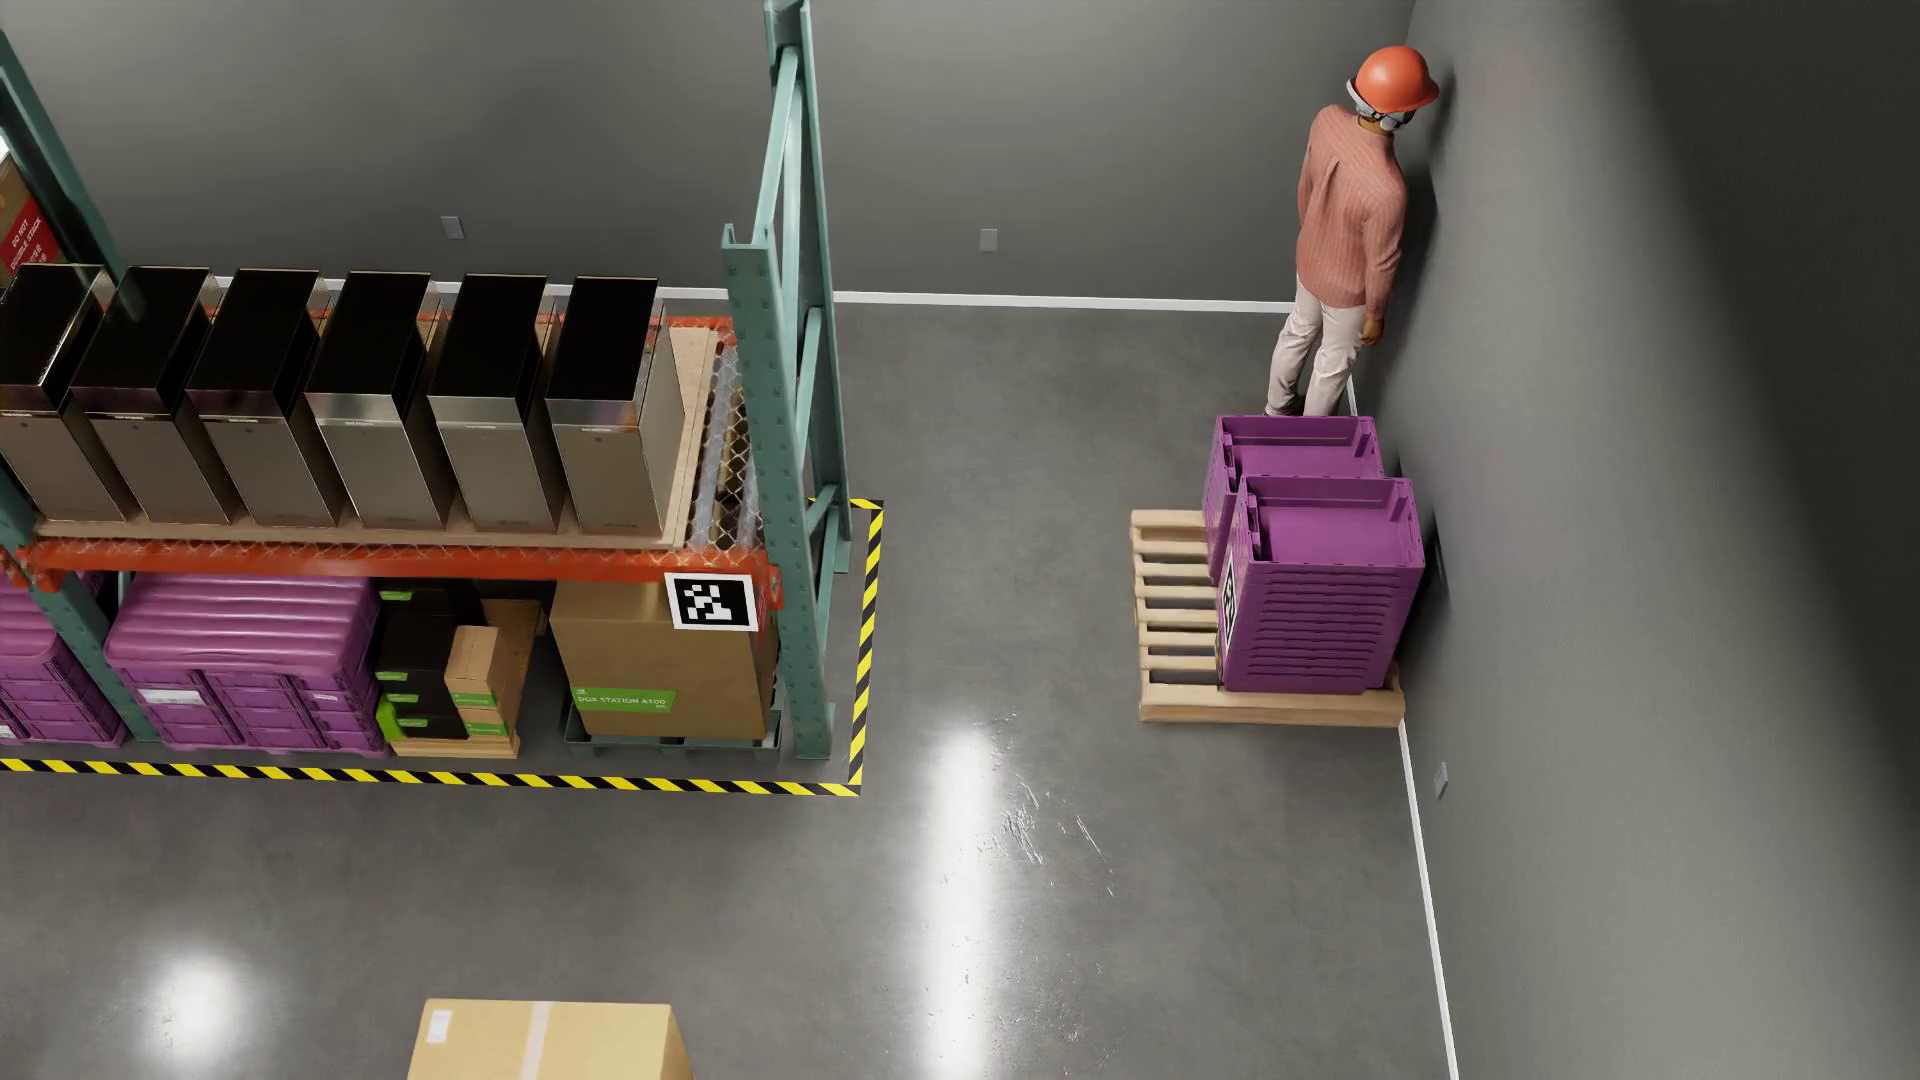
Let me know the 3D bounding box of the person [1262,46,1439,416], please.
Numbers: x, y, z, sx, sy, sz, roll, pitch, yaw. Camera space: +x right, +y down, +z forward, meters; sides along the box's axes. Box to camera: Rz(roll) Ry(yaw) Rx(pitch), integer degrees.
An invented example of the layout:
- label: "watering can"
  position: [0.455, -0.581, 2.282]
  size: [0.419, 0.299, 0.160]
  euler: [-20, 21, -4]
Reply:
- label: "person"
  position: [1.501, -1.056, 6.489]
  size: [0.377, 1.995, 0.608]
  euler: [-17, 54, -13]
